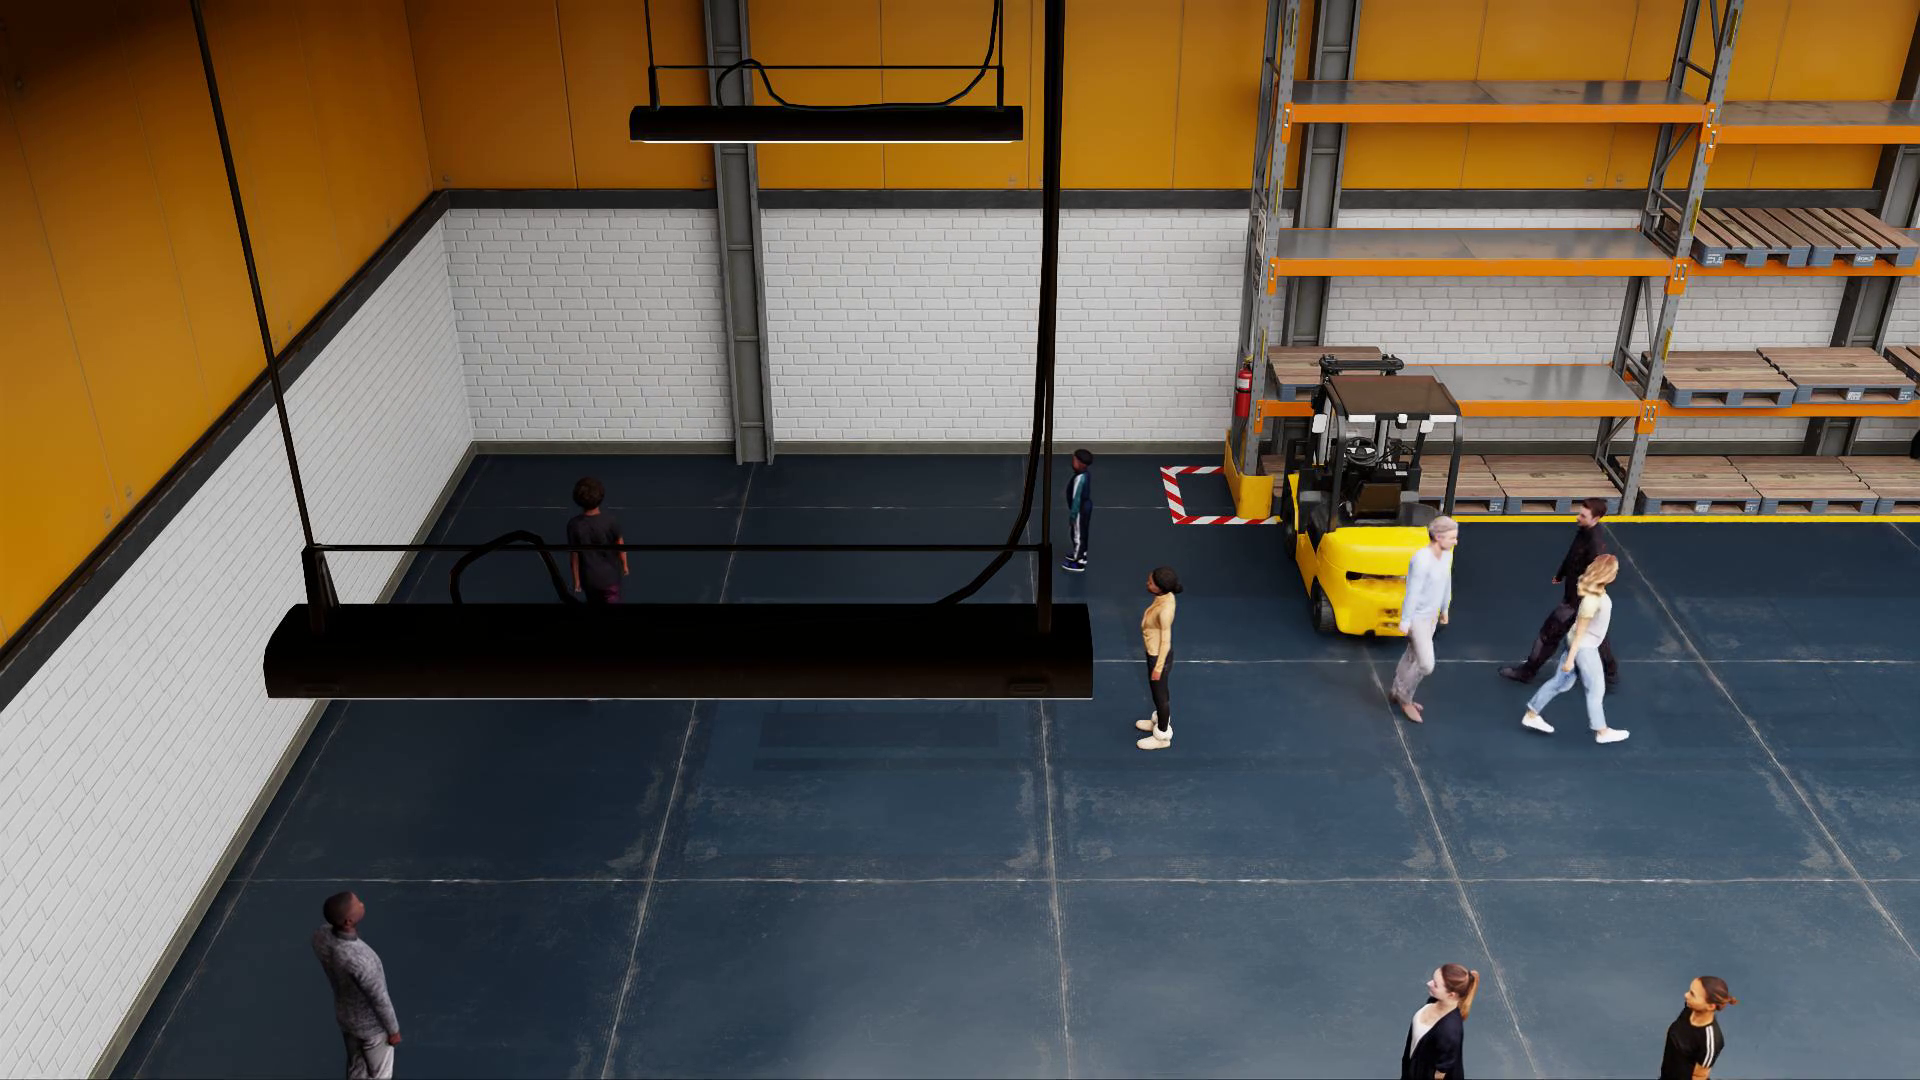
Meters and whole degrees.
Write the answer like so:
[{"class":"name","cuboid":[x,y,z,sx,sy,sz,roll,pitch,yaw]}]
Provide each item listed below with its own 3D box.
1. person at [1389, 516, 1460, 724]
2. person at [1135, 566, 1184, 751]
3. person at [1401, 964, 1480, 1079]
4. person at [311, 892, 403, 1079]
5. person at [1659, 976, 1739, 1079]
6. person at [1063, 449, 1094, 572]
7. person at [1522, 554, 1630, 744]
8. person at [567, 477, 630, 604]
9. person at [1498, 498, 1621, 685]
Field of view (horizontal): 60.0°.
[{"class":"person","cuboid":[3.778,0.609,13.919,0.833,1.874,0.894,-25,38,-38]},{"class":"person","cuboid":[1.627,0.941,13.534,0.561,1.659,0.619,3,29,5]},{"class":"person","cuboid":[2.728,3.090,9.569,0.594,1.684,0.653,4,29,7]},{"class":"person","cuboid":[-3.559,2.836,9.876,0.700,1.836,0.813,19,34,31]},{"class":"person","cuboid":[4.212,3.146,9.500,0.909,1.651,0.663,4,29,7]},{"class":"person","cuboid":[1.177,-0.309,16.247,0.551,1.256,0.552,8,30,15]},{"class":"person","cuboid":[4.995,0.886,13.623,1.174,1.670,0.930,11,30,19]},{"class":"person","cuboid":[-3.151,0.331,14.572,1.085,1.737,0.758,-3,29,-6]},{"class":"person","cuboid":[5.359,0.489,14.151,1.332,1.861,0.959,9,30,16]}]
